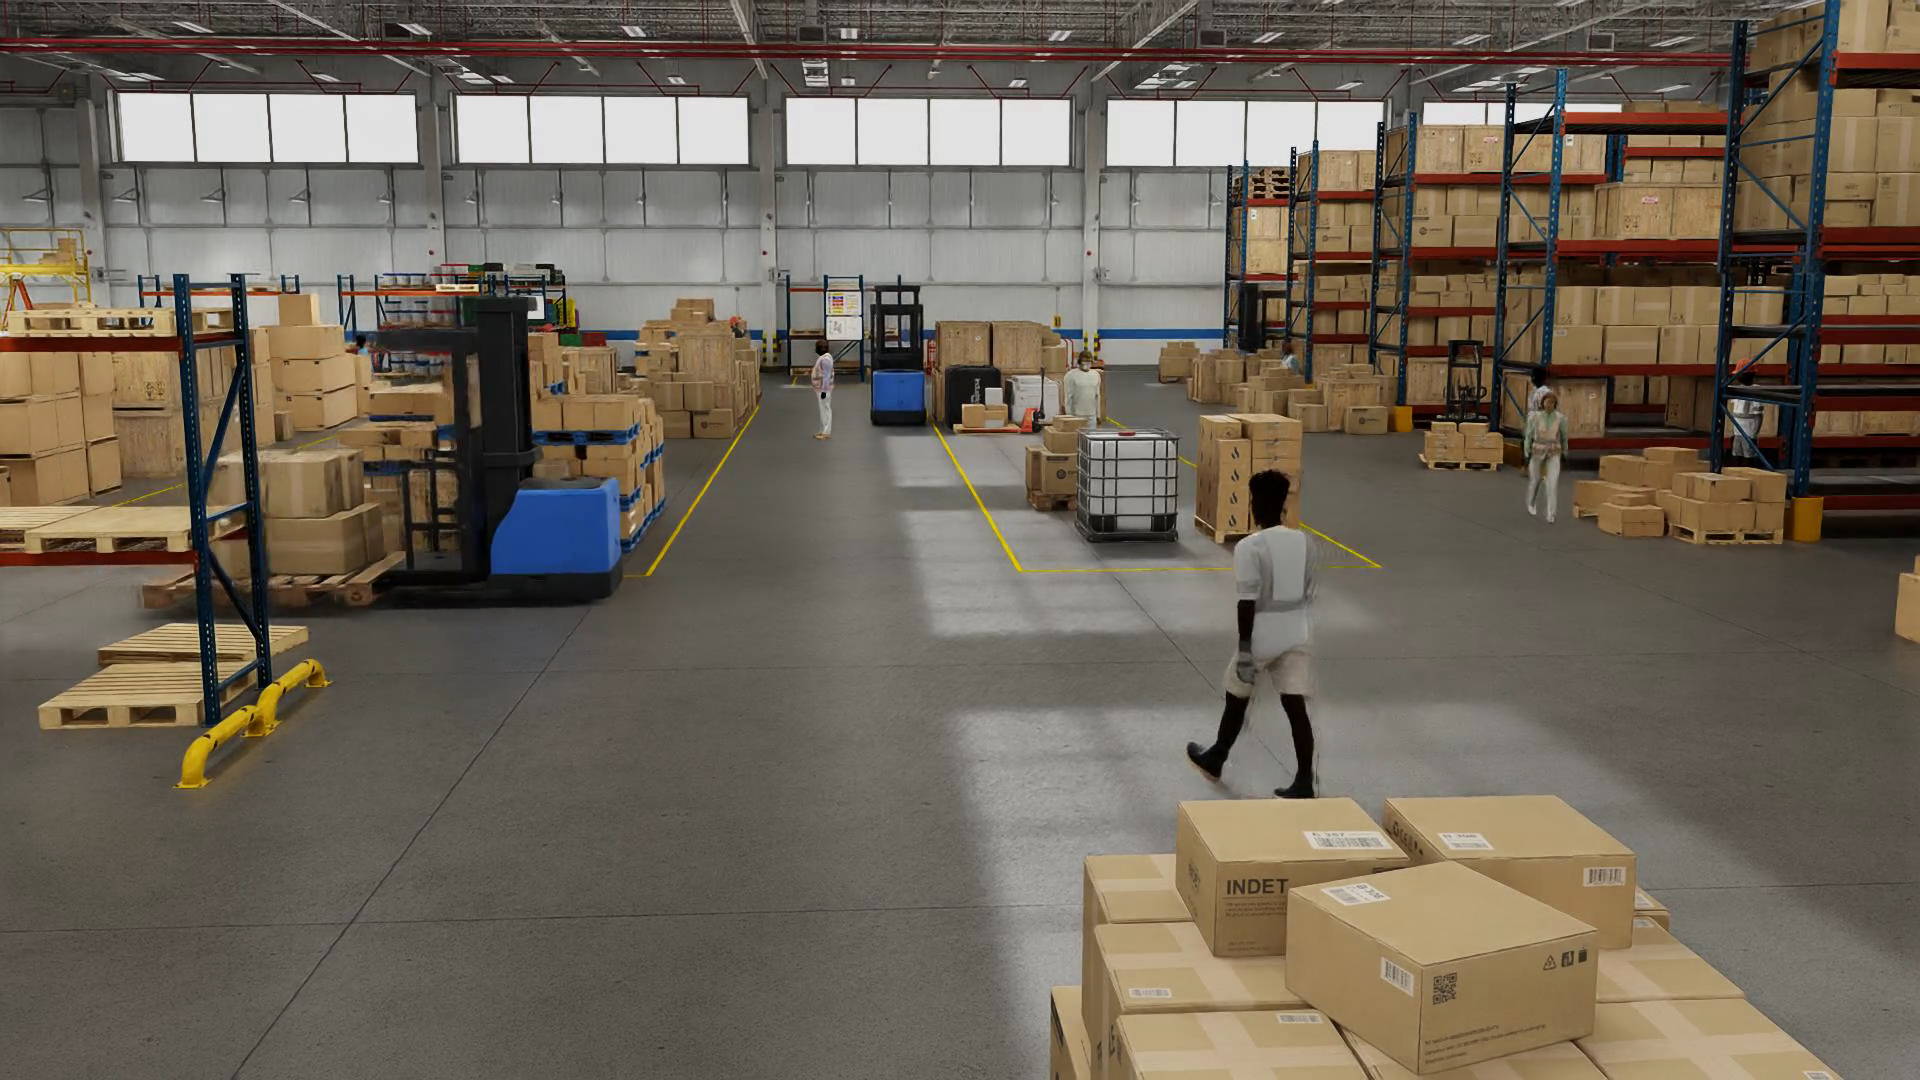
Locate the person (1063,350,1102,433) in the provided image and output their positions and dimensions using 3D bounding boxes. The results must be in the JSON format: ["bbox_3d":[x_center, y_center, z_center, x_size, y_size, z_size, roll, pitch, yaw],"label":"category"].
[{"bbox_3d":[1.811,-1.824,24.453,0.627,1.934,0.371,-5,11,-31],"label":"person"}]

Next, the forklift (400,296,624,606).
[{"bbox_3d":[-4.168,-0.862,15.440,1.873,2.768,1.129,-1,9,-4],"label":"forklift"}]

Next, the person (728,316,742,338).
[{"bbox_3d":[-5.678,-4.659,42.057,0.378,1.995,0.612,1,9,5],"label":"person"}]

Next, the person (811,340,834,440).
[{"bbox_3d":[-2.537,-2.776,30.716,0.429,1.844,0.625,-2,9,-11],"label":"person"}]

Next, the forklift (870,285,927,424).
[{"bbox_3d":[-1.272,-3.810,33.951,1.129,2.768,1.873,-1,9,-4],"label":"forklift"}]

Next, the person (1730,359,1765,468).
[{"bbox_3d":[10.319,-1.416,21.887,0.376,1.934,0.546,-1,9,-5],"label":"person"}]

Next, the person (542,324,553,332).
[{"bbox_3d":[-9.734,-4.102,38.913,0.840,1.900,0.407,-4,10,-24],"label":"person"}]

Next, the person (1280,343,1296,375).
[{"bbox_3d":[6.915,-3.318,34.798,0.474,1.623,0.523,-2,9,-10],"label":"person"}]

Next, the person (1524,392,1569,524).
[{"bbox_3d":[7.231,-1.044,20.561,0.525,1.608,0.806,2,9,13],"label":"person"}]

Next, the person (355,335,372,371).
[{"bbox_3d":[-13.706,-3.836,37.937,0.842,1.657,0.550,-4,10,-24],"label":"person"}]

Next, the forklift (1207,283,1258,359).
[{"bbox_3d":[7.345,-5.204,42.708,1.873,2.768,1.129,-1,9,-4],"label":"forklift"}]

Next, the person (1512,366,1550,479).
[{"bbox_3d":[8.485,-1.725,24.615,0.648,1.670,0.539,-1,9,-5],"label":"person"}]

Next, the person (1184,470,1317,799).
[{"bbox_3d":[1.739,0.547,9.612,0.631,1.908,1.003,-6,11,-32],"label":"person"}]

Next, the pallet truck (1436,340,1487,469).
[{"bbox_3d":[8.004,-2.170,26.422,0.823,1.965,1.885,2,9,14],"label":"pallet truck"}]
